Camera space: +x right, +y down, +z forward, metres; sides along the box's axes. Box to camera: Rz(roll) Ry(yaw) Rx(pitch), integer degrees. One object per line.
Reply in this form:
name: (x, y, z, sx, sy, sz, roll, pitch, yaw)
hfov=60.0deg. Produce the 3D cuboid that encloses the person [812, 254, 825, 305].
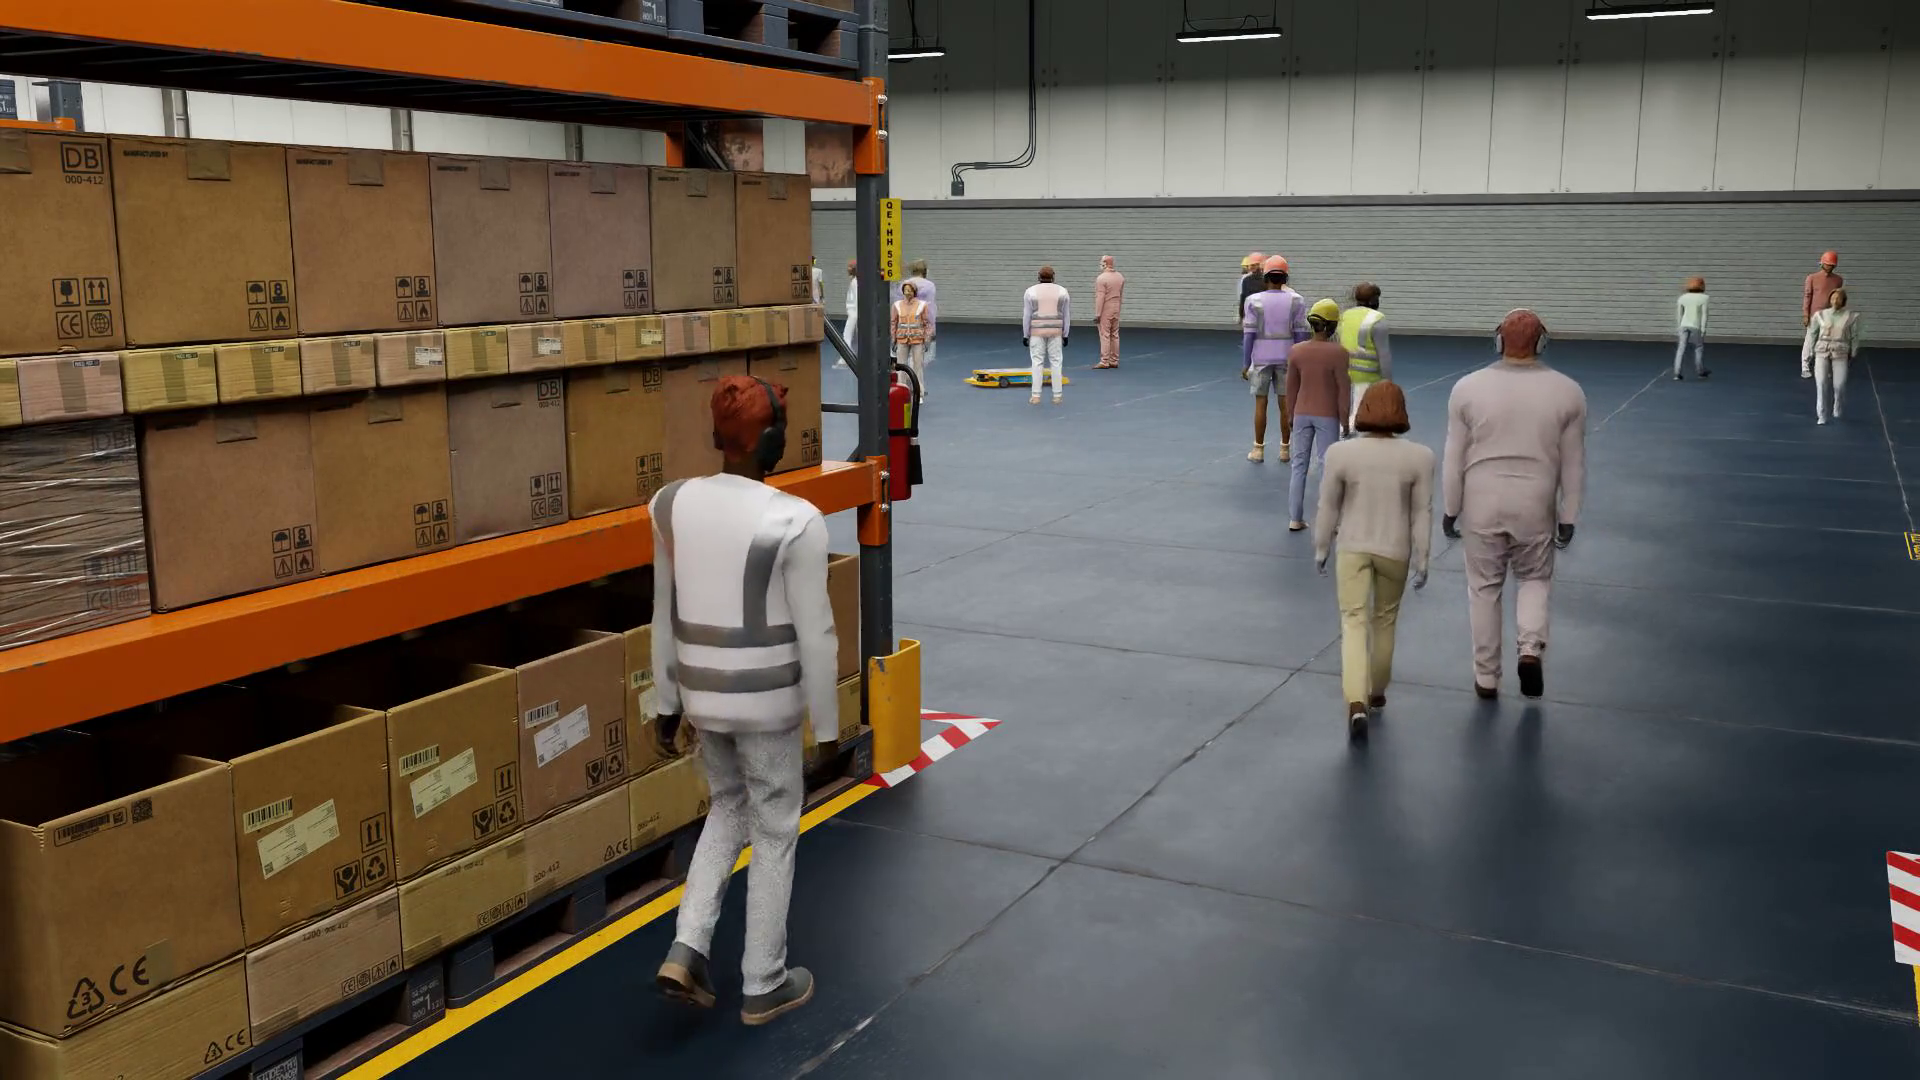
person: (-3.094, -5.084, 34.980, 0.555, 1.851, 0.403, 2, 11, 12)

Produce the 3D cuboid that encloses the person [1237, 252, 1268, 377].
person: (4.680, -3.553, 26.279, 0.471, 1.977, 0.627, -8, 13, -38)

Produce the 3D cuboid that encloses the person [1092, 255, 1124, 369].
person: (2.471, -3.828, 27.993, 0.410, 1.905, 0.641, 9, 14, 41)

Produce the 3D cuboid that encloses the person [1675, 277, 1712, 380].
person: (11.458, -3.302, 25.969, 0.842, 1.585, 0.519, -9, 14, -39)

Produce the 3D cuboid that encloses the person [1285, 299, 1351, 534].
person: (2.710, -0.926, 12.544, 0.533, 1.767, 0.325, 9, 14, 41)

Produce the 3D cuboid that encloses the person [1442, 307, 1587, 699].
person: (2.639, -0.159, 7.994, 0.640, 1.898, 0.463, 3, 11, 14)

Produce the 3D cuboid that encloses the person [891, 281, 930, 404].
person: (-0.662, -2.619, 22.127, 0.523, 1.636, 0.309, 2, 11, 11)

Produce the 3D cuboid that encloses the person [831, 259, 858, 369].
person: (-1.678, -3.787, 27.952, 0.935, 1.854, 0.581, 1, 10, 7)

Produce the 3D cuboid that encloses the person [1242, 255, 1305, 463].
person: (3.088, -1.781, 16.448, 0.611, 2.043, 0.375, 0, 10, -2)

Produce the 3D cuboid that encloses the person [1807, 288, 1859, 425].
person: (10.400, -2.191, 19.829, 0.518, 1.627, 0.480, 6, 12, 32)

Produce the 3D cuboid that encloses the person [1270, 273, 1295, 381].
person: (4.898, -3.296, 25.463, 0.315, 1.770, 0.524, -7, 13, -35)

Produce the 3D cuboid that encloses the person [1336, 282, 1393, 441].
person: (3.740, -1.521, 15.680, 0.848, 1.813, 0.627, -4, 11, -22)

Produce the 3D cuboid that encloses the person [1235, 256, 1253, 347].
person: (5.775, -4.768, 33.350, 0.455, 1.817, 0.597, -4, 11, -19)

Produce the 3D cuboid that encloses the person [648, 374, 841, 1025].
person: (-0.607, 0.469, 4.647, 0.604, 1.867, 0.464, 6, 12, 29)

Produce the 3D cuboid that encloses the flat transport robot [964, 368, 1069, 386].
flat transport robot: (0.846, -2.447, 24.914, 1.431, 0.197, 0.652, -4, 11, -20)

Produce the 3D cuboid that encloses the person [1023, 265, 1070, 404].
person: (1.146, -2.738, 22.217, 0.635, 1.842, 0.429, -1, 10, -6)

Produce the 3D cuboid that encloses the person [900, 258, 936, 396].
person: (-0.613, -2.939, 23.092, 0.519, 1.921, 0.637, -10, 14, -43)

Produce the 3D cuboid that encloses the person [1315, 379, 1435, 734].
person: (1.882, 0.070, 7.589, 0.512, 1.606, 0.800, 2, 11, 12)

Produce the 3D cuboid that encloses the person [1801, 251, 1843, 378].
person: (13.611, -3.549, 26.246, 0.610, 1.986, 0.392, -1, 10, -4)
